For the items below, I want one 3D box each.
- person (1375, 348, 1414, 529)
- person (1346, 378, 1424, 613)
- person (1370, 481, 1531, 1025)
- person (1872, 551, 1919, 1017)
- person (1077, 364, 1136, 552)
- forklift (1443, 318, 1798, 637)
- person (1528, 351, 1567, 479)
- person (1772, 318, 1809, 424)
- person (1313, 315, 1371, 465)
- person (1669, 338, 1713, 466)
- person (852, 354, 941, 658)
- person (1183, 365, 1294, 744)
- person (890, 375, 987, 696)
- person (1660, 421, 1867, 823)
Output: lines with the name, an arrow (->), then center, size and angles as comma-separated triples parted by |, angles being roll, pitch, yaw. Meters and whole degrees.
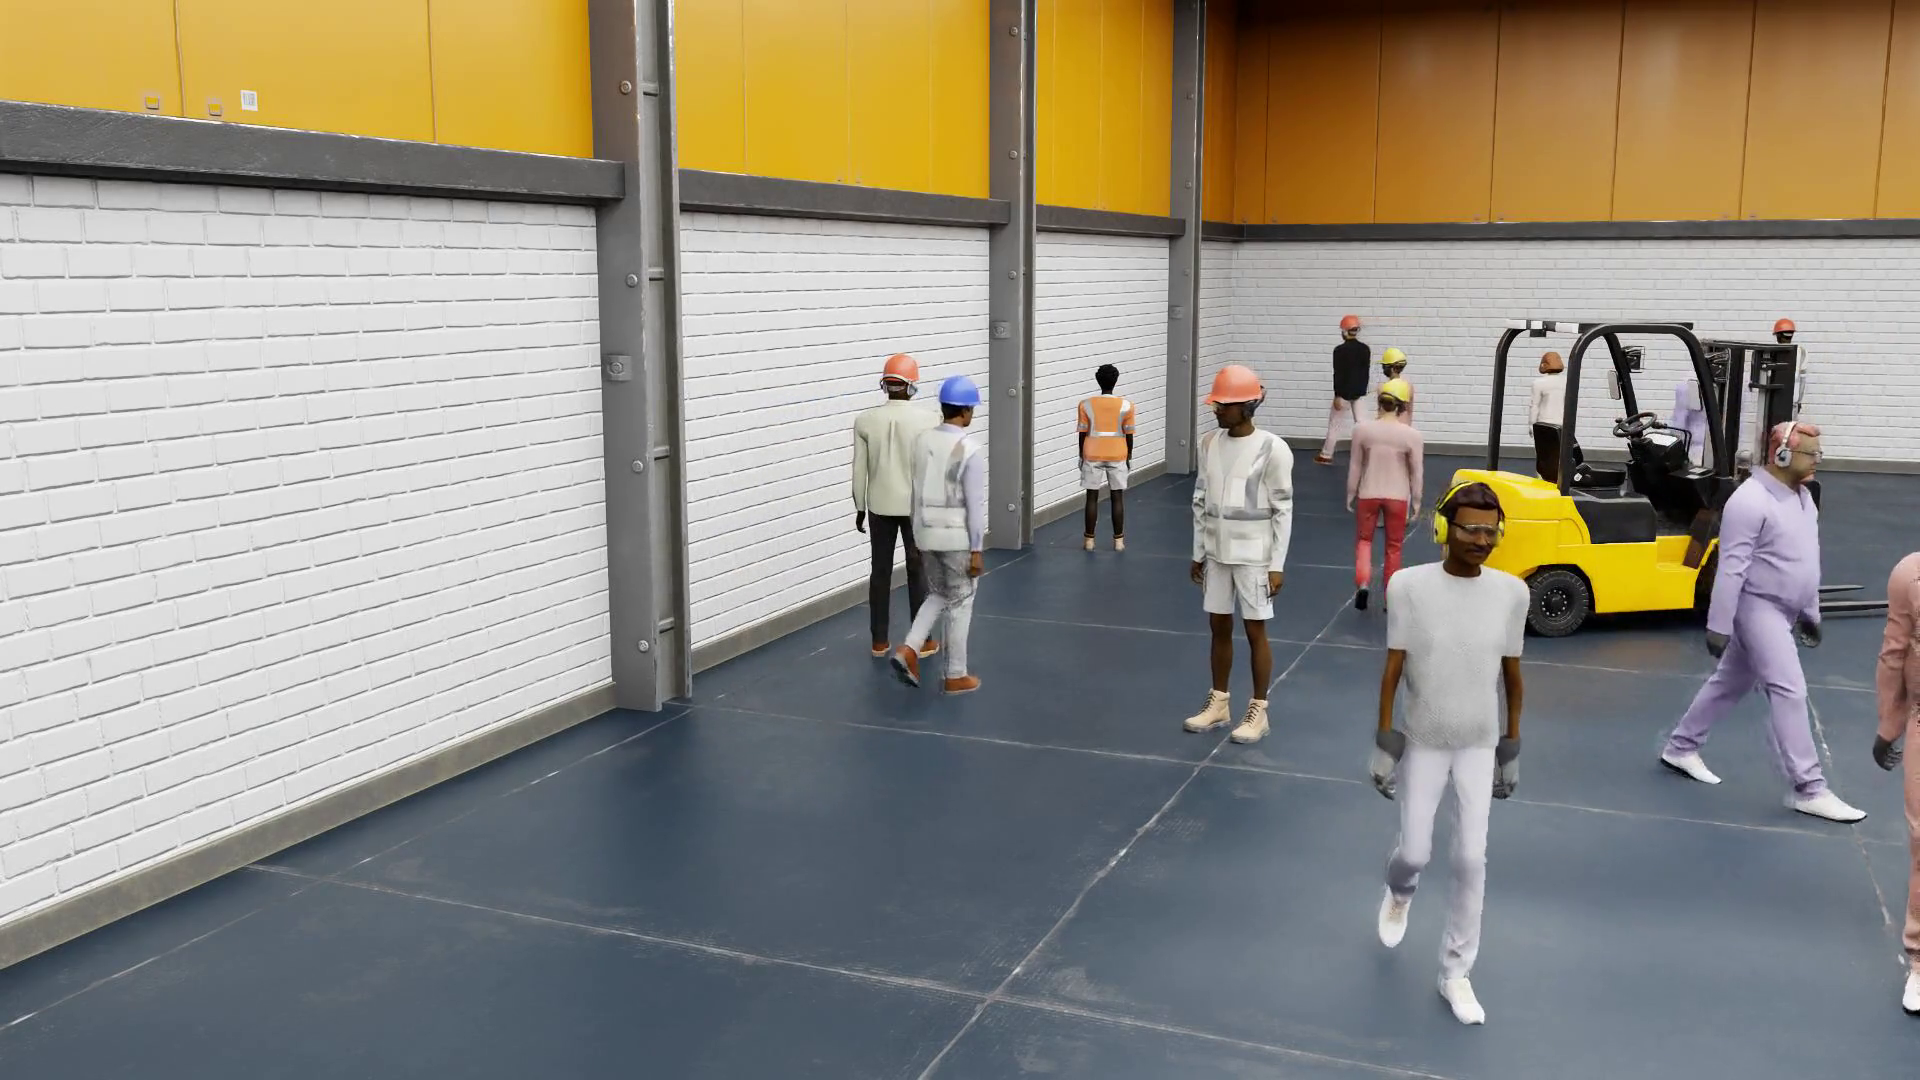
person -> 4.219, -0.990, 16.271 | 0.528, 1.767, 0.330 | -7, 12, -38
person -> 3.107, -0.311, 12.181 | 0.553, 1.748, 0.525 | 4, 10, 24
person -> 1.691, 0.695, 5.818 | 0.530, 1.849, 0.634 | 1, 9, 3
person -> 3.614, 0.678, 5.905 | 0.659, 1.860, 0.980 | 6, 11, 32
person -> 1.310, -0.734, 14.955 | 0.530, 1.689, 0.321 | 0, 9, 2
forklift -> 4.706, -0.497, 11.990 | 2.313, 2.155, 1.214 | -2, 10, -10
person -> 6.481, -1.251, 18.277 | 0.501, 1.632, 0.273 | -2, 10, -11
person -> 9.953, -1.716, 20.166 | 0.543, 1.934, 0.362 | -1, 9, -6
person -> 4.974, -1.889, 21.199 | 0.636, 1.945, 0.999 | -5, 10, -26
person -> 6.578, -0.841, 14.880 | 0.654, 1.926, 0.515 | -4, 10, -21
person -> -0.393, -0.219, 10.904 | 0.625, 1.992, 0.386 | 2, 10, 10
person -> 1.484, 0.078, 8.969 | 0.393, 2.040, 0.611 | -9, 13, -42
person -> -0.093, -0.010, 9.836 | 0.624, 1.930, 0.525 | 9, 13, 44
person -> 3.859, 0.344, 7.962 | 0.642, 1.850, 1.023 | -9, 13, -44
